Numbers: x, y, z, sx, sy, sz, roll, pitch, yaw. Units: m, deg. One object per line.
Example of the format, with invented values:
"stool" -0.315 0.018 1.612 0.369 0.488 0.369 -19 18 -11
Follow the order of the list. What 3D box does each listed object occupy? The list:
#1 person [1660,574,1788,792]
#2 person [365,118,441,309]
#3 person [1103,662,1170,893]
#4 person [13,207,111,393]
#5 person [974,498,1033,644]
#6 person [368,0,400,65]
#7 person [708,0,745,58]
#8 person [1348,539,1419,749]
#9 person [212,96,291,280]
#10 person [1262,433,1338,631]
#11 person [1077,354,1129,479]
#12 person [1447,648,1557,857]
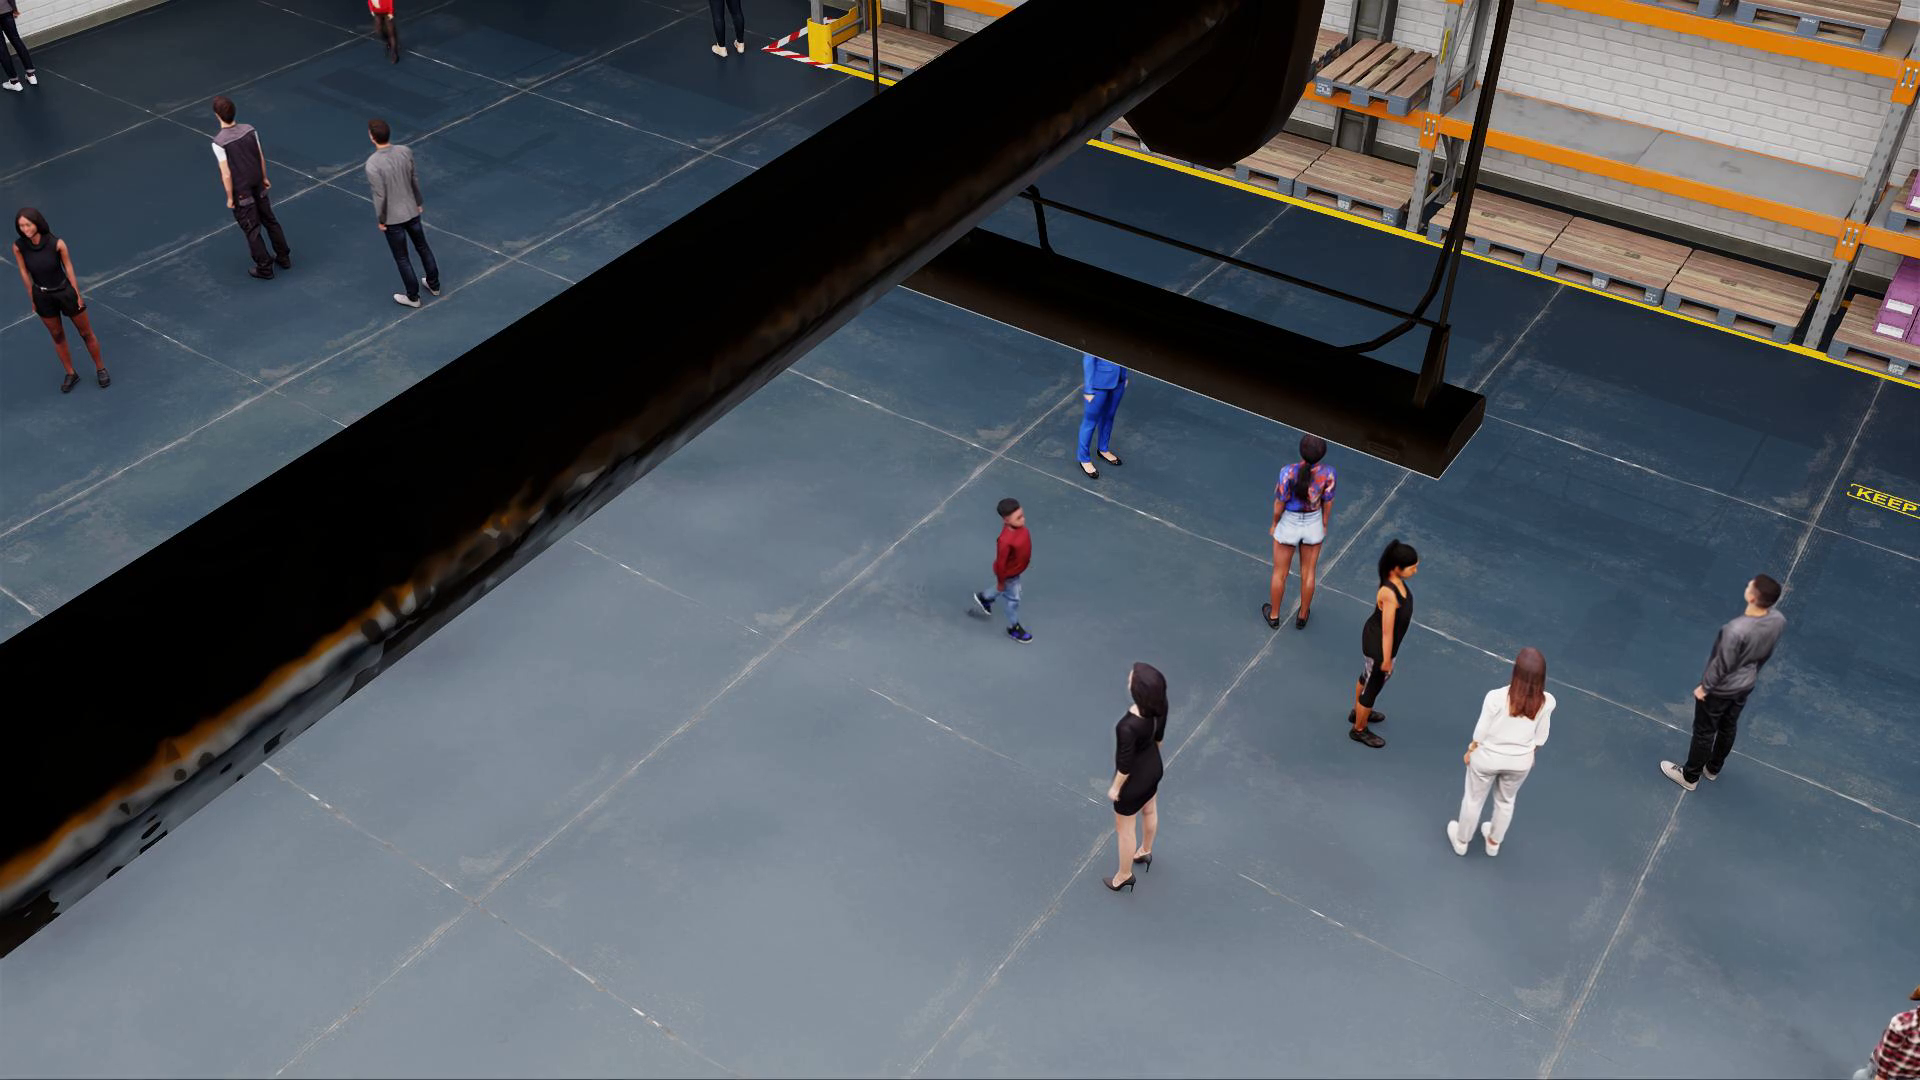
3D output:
"person" 5.025 0.929 10.858 0.703 1.760 0.717 -14 41 -17
"person" -5.337 -3.120 15.840 0.568 1.871 0.670 24 44 27
"person" 1.086 1.456 10.163 0.509 1.806 0.607 29 47 31
"person" -7.983 -2.137 14.713 0.674 1.741 0.719 -9 39 -11
"person" 0.318 0.182 12.210 0.783 1.243 0.598 14 41 17
"person" -7.148 -6.607 20.685 0.659 1.274 0.698 5 39 6
"person" -2.935 -6.938 20.671 0.736 1.810 0.744 -20 43 -23
"person" 2.851 0.676 11.245 0.635 1.674 0.649 7 39 9
"person" -6.973 -3.449 16.270 0.589 1.848 0.672 20 43 23
"person" 2.474 -0.075 12.130 0.630 1.743 0.732 1 39 1
"person" 1.186 -1.314 13.715 0.674 1.700 0.623 -28 47 -31
"person" 3.395 1.347 10.395 0.665 1.686 0.754 -1 39 -1
